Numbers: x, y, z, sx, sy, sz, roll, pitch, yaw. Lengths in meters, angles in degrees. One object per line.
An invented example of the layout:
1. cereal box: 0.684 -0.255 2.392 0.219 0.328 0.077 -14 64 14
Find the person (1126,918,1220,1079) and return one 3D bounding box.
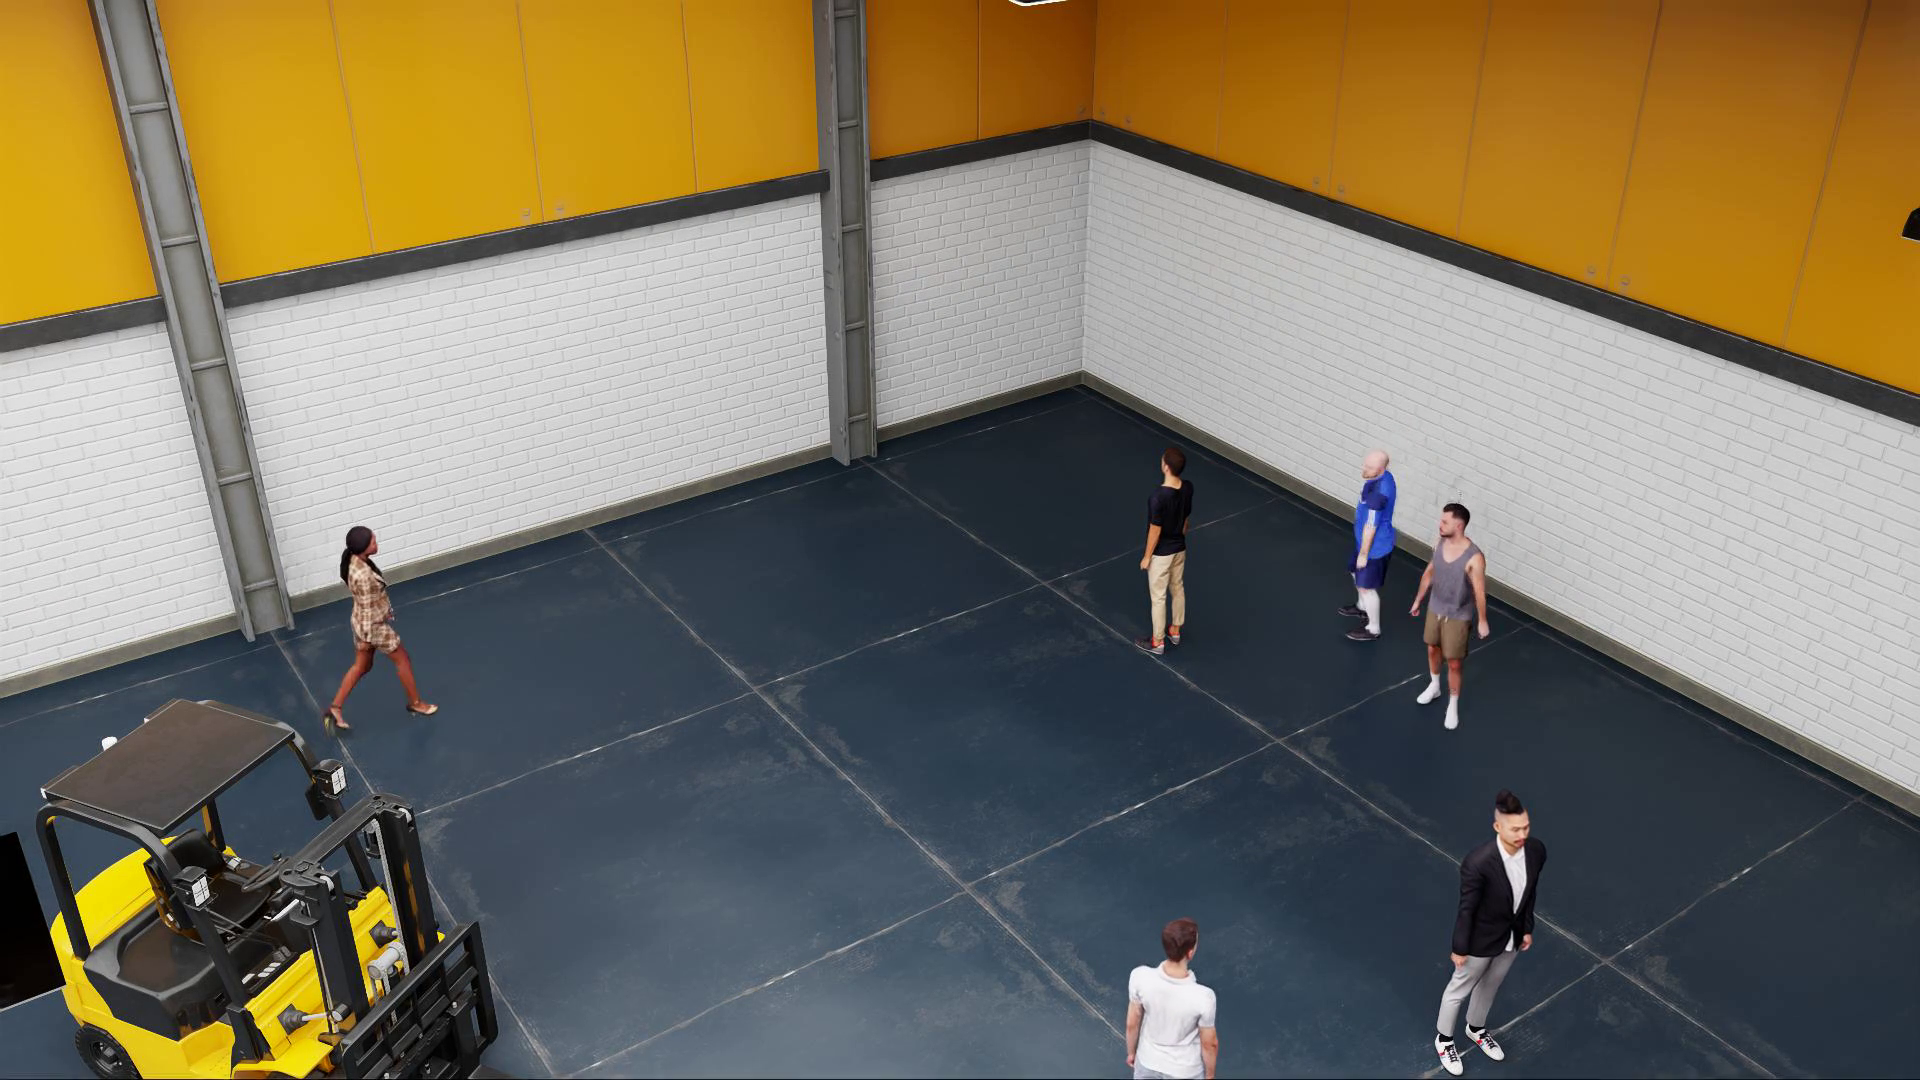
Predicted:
1. person: 1.113 2.782 8.827 0.730 1.855 0.727 13 31 22

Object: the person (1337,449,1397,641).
1. person: 3.484 0.030 13.916 0.927 1.813 0.844 13 31 22

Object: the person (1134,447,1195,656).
1. person: 1.720 0.081 13.774 0.499 1.859 0.716 -23 36 -36

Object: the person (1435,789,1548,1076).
1. person: 3.097 2.255 9.694 0.614 1.950 0.827 -10 30 -18

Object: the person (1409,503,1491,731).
1. person: 3.856 0.512 13.083 0.779 1.818 0.824 -25 37 -38

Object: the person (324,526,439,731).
1. person: -4.594 0.716 12.720 1.084 1.754 0.640 -16 32 -26
